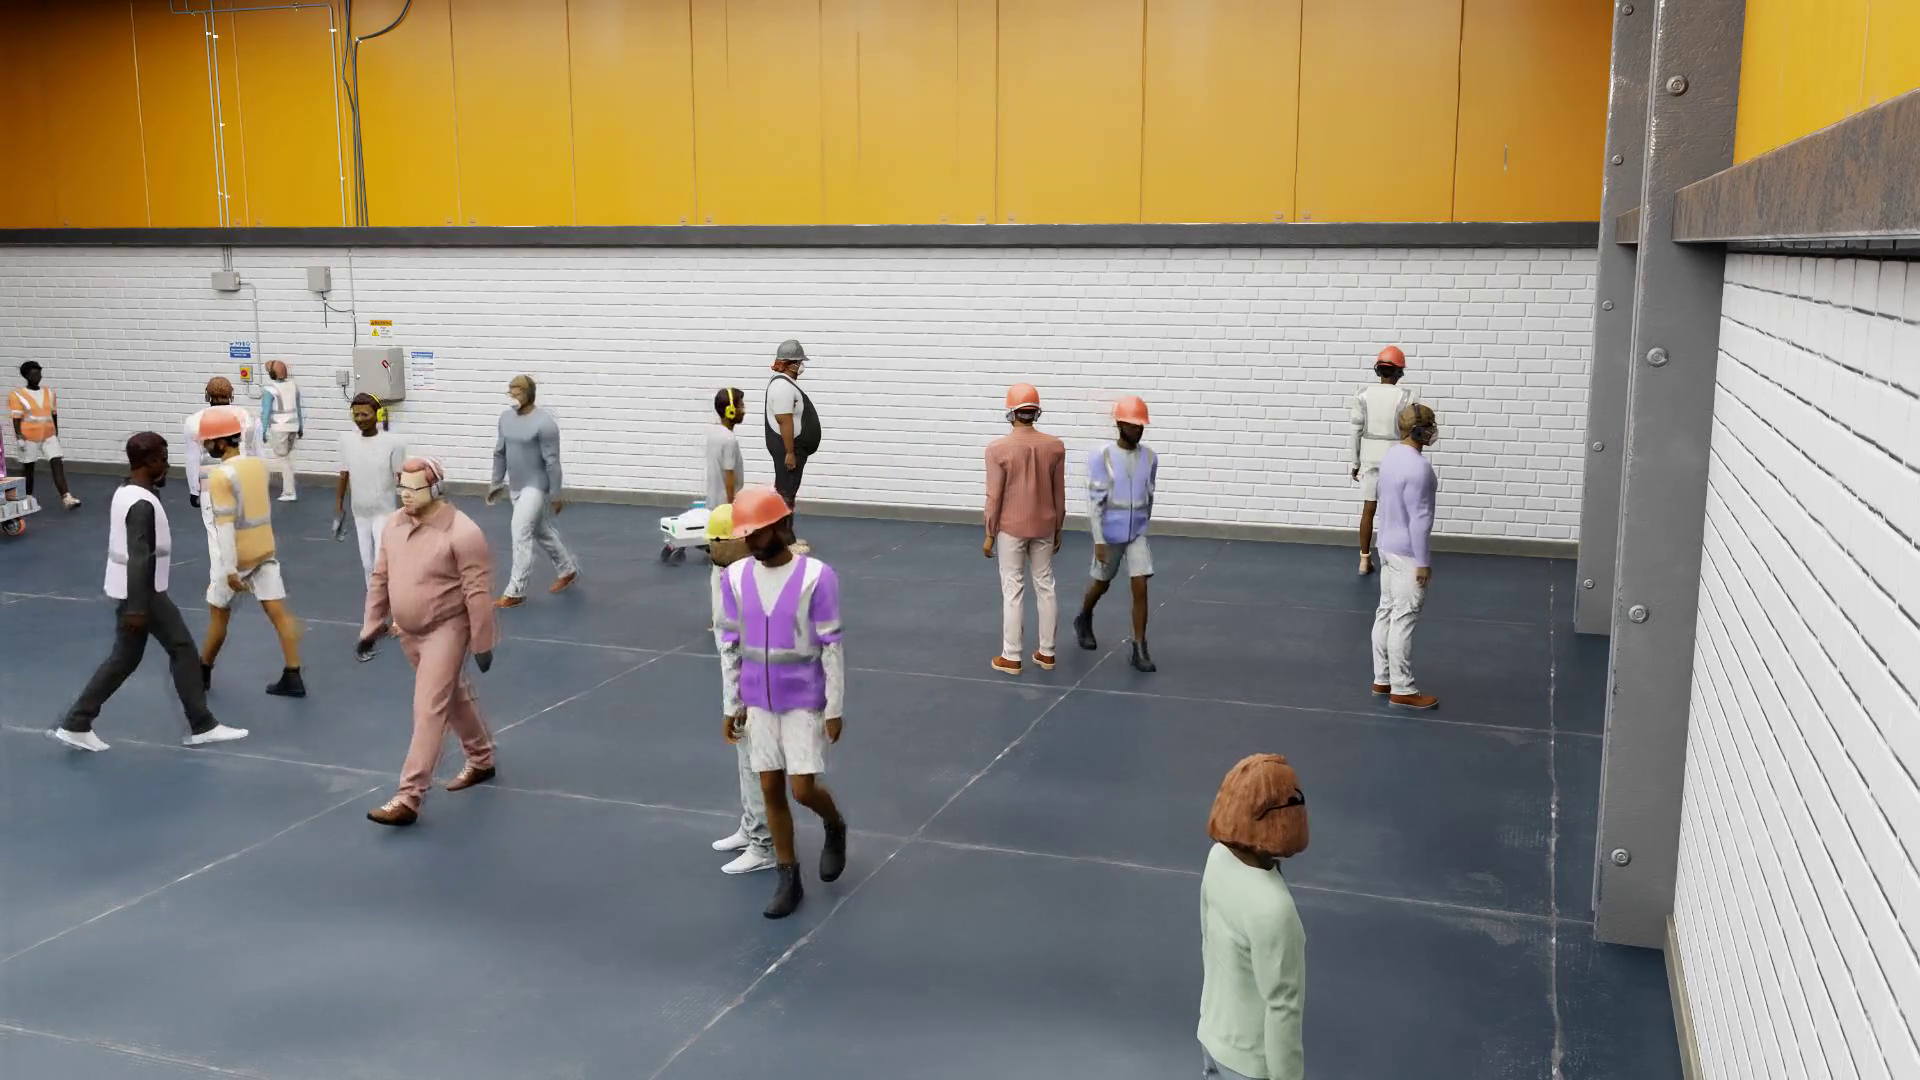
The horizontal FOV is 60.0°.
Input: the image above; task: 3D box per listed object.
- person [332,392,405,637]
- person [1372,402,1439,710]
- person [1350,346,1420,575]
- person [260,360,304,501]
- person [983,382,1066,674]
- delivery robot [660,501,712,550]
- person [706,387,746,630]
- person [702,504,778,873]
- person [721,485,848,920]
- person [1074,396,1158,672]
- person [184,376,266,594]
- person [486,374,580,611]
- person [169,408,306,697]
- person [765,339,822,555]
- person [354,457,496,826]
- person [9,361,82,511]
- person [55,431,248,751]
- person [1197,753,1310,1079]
[{"bbox_3d":[-4.367,-0.171,12.316,0.533,1.855,0.415,2,10,9],"label":"person"},{"bbox_3d":[2.837,0.095,10.570,0.373,1.941,0.627,-1,10,-5],"label":"person"},{"bbox_3d":[3.768,-0.691,14.712,0.615,2.039,0.391,6,12,32],"label":"person"},{"bbox_3d":[-7.794,-1.248,19.020,0.503,1.619,0.537,4,11,21],"label":"person"},{"bbox_3d":[0.431,-0.079,11.393,0.612,1.995,0.393,-5,11,-24],"label":"person"},{"bbox_3d":[-2.398,-0.115,15.389,0.707,0.478,0.477,-6,12,-30],"label":"delivery robot"},{"bbox_3d":[-1.696,-0.228,12.612,0.493,1.856,0.552,-5,11,-27],"label":"person"},{"bbox_3d":[-1.032,0.689,7.794,0.312,1.738,0.483,-2,10,-12],"label":"person"},{"bbox_3d":[-0.768,0.689,7.346,0.564,1.902,0.522,3,11,17],"label":"person"},{"bbox_3d":[1.101,-0.080,11.677,0.539,1.907,0.916,-3,11,-19],"label":"person"},{"bbox_3d":[-6.120,-0.444,13.881,0.625,1.844,0.429,-7,12,-36],"label":"person"},{"bbox_3d":[-3.499,-0.425,13.657,0.643,1.897,1.018,8,13,39],"label":"person"},{"bbox_3d":[-4.715,0.085,10.771,1.018,1.875,0.557,3,11,18],"label":"person"},{"bbox_3d":[-1.586,-0.893,15.849,0.535,2.000,0.686,-2,10,-9],"label":"person"},{"bbox_3d":[-2.760,0.490,8.605,0.659,1.852,1.013,6,12,31],"label":"person"},{"bbox_3d":[-10.021,-1.113,18.156,0.834,1.653,0.542,7,12,35],"label":"person"},{"bbox_3d":[-4.773,0.306,9.619,0.975,1.869,0.613,-6,12,-32],"label":"person"},{"bbox_3d":[0.771,1.350,4.354,0.280,1.636,0.500,-2,10,-12],"label":"person"}]
